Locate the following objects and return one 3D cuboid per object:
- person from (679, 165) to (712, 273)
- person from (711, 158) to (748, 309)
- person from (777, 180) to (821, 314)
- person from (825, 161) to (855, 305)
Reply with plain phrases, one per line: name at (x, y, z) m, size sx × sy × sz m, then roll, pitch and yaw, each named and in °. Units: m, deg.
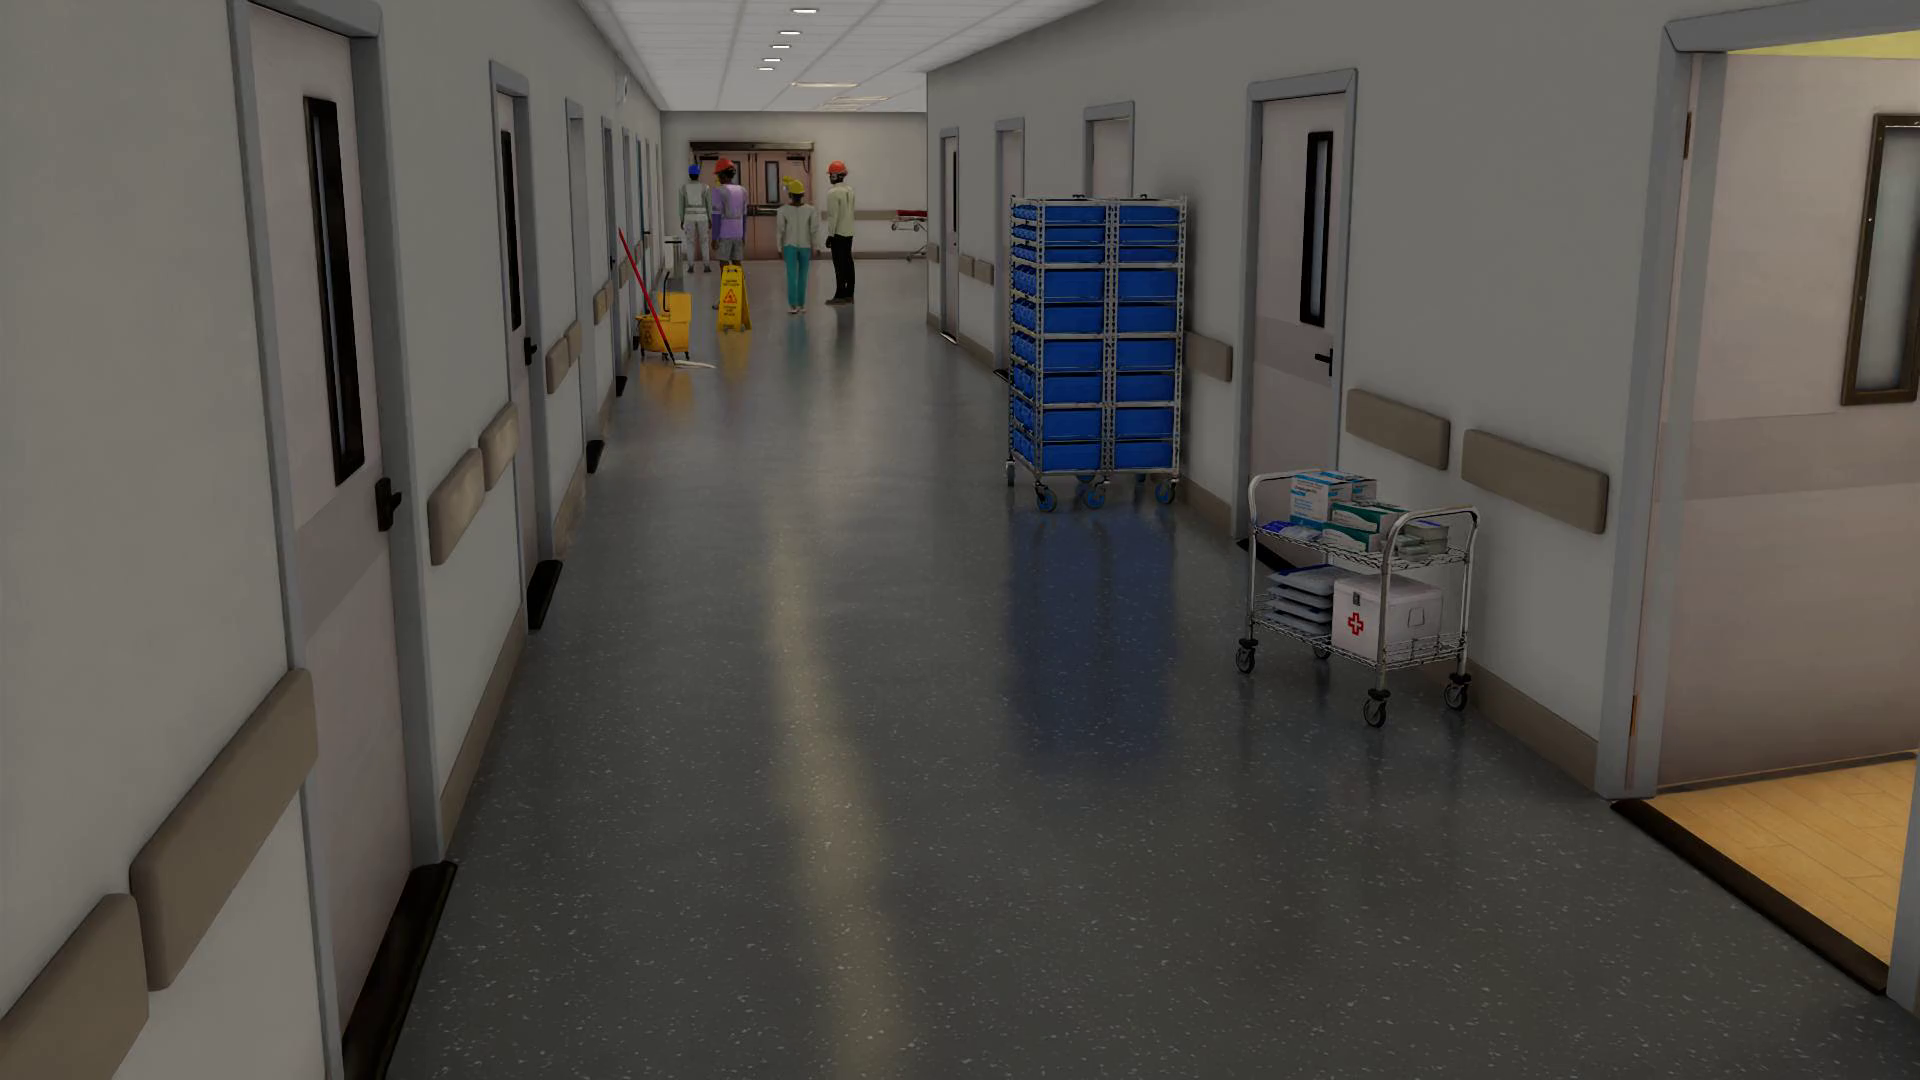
person at (-4.818, -5.857, 30.363) m, size 0.602 × 1.949 × 0.394 m, roll -1°, pitch 13°, yaw -5°
person at (-3.158, -4.151, 22.620) m, size 0.410 × 2.032 × 0.609 m, roll 10°, pitch 16°, yaw 38°
person at (-2.106, -3.835, 21.853) m, size 0.541 × 1.735 × 0.779 m, roll -4°, pitch 13°, yaw -17°
person at (-1.692, -4.301, 23.347) m, size 0.379 × 1.996 × 0.608 m, roll 6°, pitch 14°, yaw 26°
